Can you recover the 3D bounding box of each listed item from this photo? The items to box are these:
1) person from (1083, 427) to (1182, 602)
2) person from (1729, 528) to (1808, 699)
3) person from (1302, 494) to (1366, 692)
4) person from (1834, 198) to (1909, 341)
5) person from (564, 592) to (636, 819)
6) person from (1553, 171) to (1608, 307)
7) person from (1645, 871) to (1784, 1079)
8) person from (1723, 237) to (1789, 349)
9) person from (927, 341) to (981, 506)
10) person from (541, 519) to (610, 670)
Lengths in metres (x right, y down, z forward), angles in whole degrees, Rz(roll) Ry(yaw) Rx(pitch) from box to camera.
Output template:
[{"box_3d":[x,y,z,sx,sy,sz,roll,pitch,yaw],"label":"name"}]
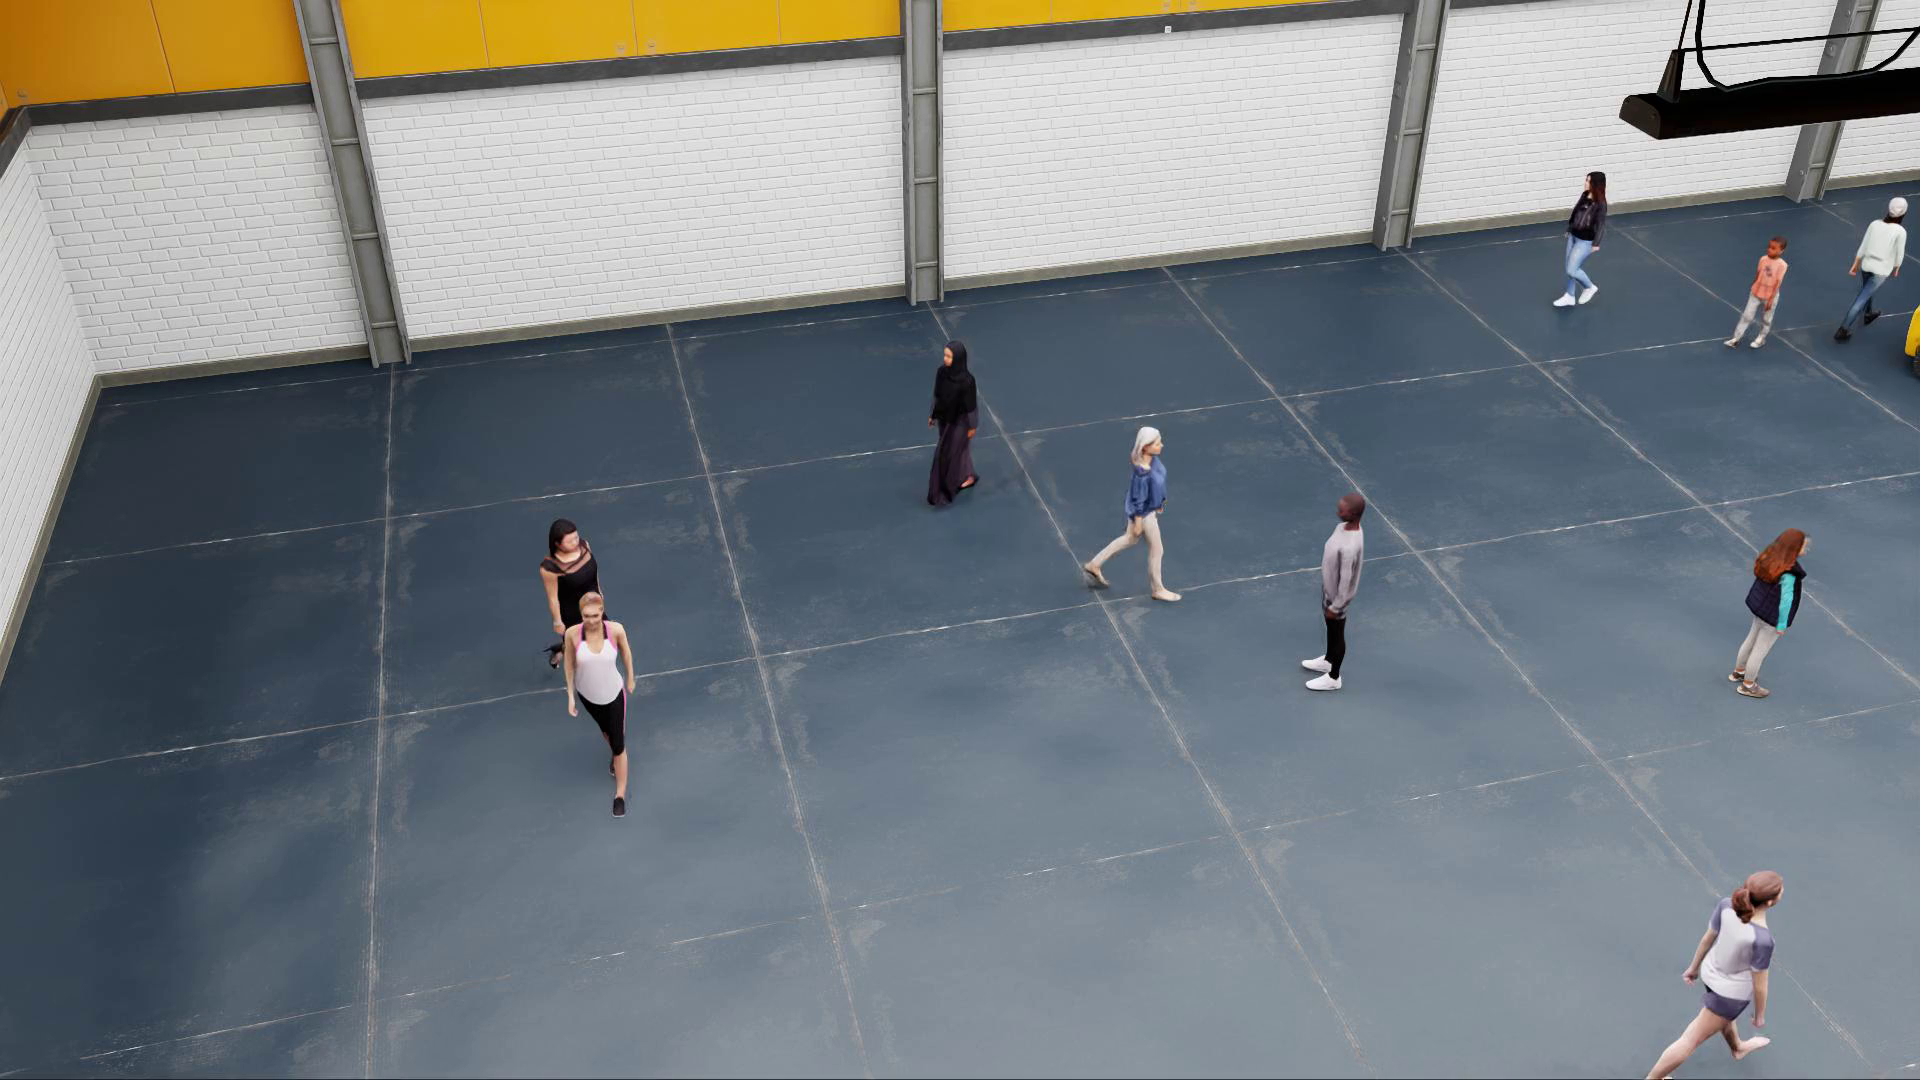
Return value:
[{"box_3d":[1.458,-0.232,14.054,1.183,1.669,0.924,5,34,7],"label":"person"},{"box_3d":[6.342,0.550,13.028,0.670,1.501,0.643,1,34,2],"label":"person"},{"box_3d":[2.976,0.394,13.017,0.657,1.774,0.682,3,34,5],"label":"person"},{"box_3d":[9.947,-2.922,18.158,1.105,1.605,0.755,-18,38,-25],"label":"person"},{"box_3d":[-2.588,1.057,12.047,1.076,1.744,0.830,-1,34,-2],"label":"person"},{"box_3d":[7.120,-3.402,18.865,0.714,1.622,0.679,-5,34,-7],"label":"person"},{"box_3d":[4.389,2.629,9.707,1.125,1.716,0.601,-7,34,-11],"label":"person"},{"box_3d":[8.799,-2.679,18.085,0.906,1.282,0.681,-23,40,-30],"label":"person"},{"box_3d":[0.019,-1.148,15.485,0.999,1.611,0.804,-22,39,-29],"label":"person"},{"box_3d":[-3.016,0.536,12.869,1.007,1.700,0.934,15,37,22],"label":"person"}]
